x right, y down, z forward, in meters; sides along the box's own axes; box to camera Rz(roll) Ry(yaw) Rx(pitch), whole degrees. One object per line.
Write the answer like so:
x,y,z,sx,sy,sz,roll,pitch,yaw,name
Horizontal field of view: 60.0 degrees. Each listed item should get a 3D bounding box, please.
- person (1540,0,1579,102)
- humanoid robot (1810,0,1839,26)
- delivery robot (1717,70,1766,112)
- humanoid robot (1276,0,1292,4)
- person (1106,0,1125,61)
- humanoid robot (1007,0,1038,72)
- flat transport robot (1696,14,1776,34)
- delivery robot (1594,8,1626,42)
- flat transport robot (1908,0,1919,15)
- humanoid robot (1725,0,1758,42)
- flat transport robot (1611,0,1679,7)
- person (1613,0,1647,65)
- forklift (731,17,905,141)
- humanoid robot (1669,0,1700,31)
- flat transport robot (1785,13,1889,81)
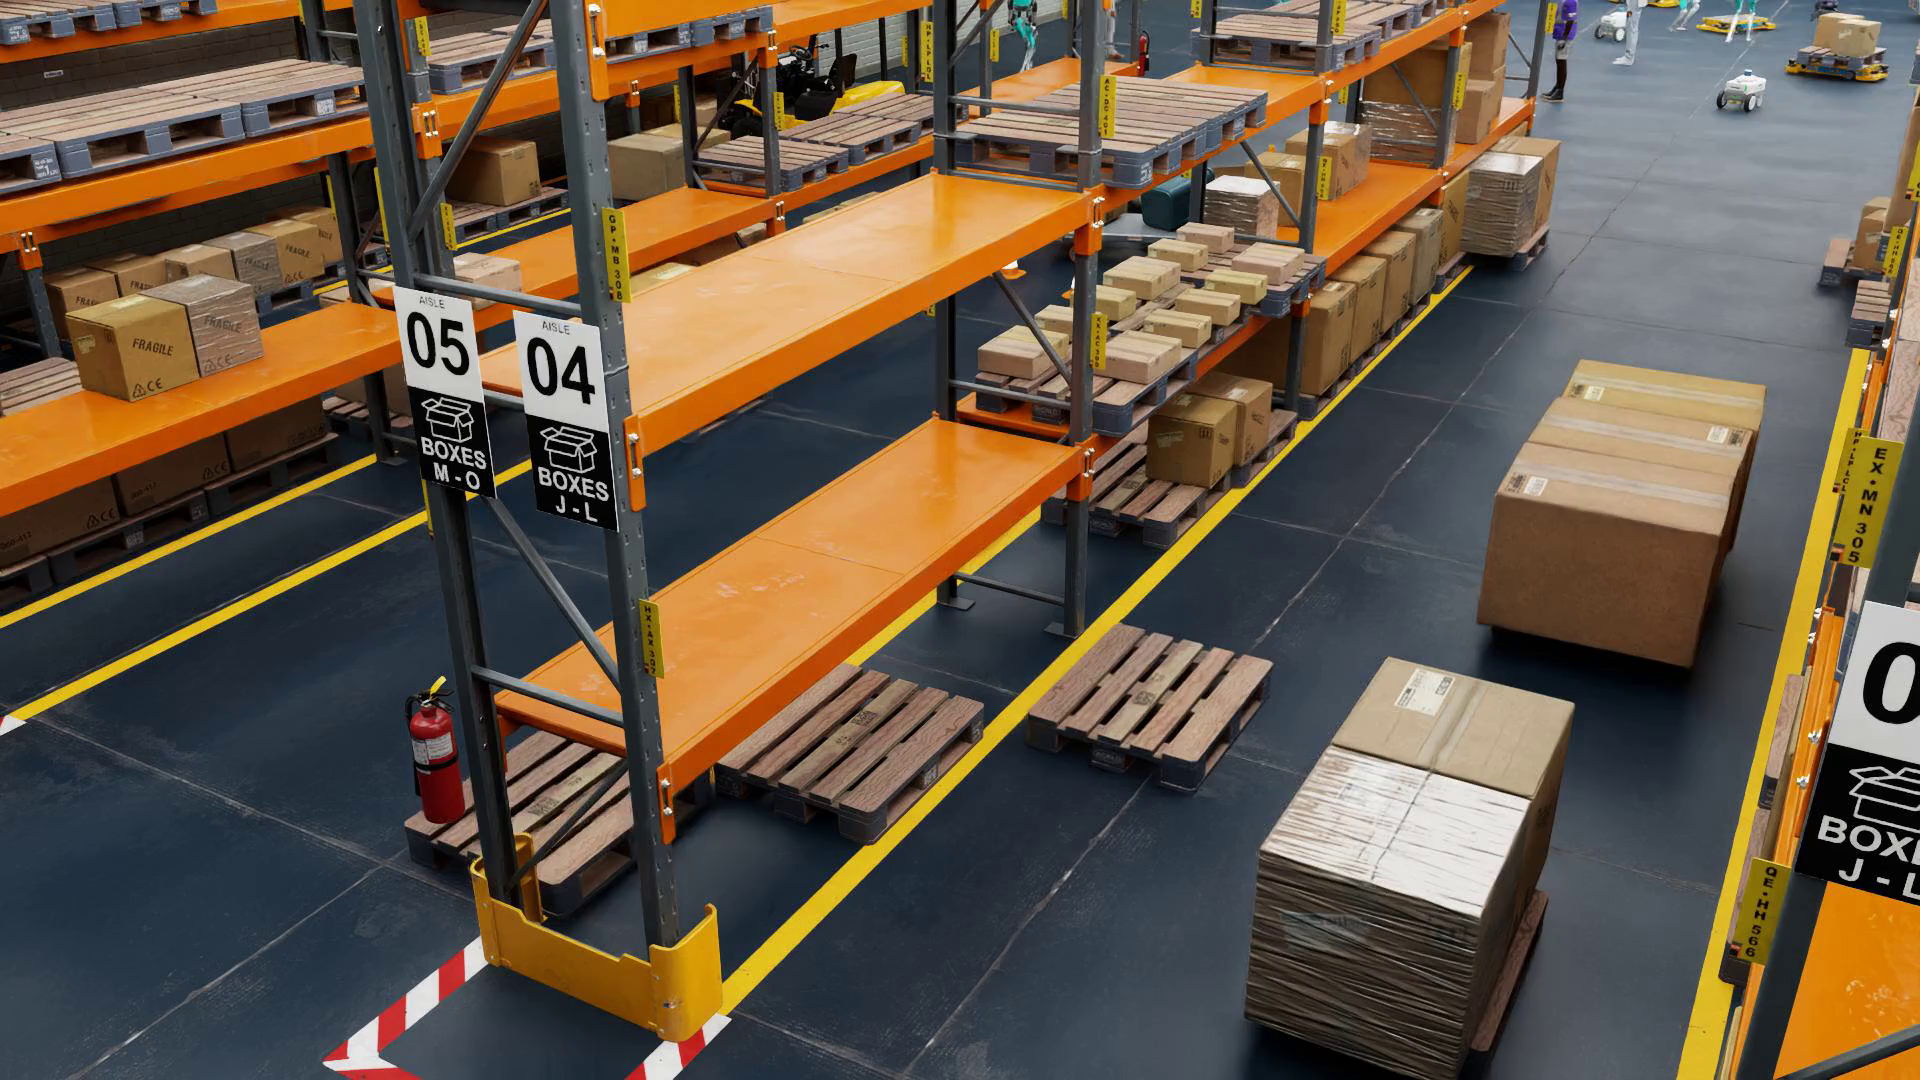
9.202,-7.698,25.385,0.369,1.963,0.606,6,26,13,person
15.049,-9.224,28.896,0.613,1.647,0.378,-17,30,-31,humanoid robot
11.835,-6.784,25.105,0.774,0.592,0.499,-22,33,-38,delivery robot
6.051,-10.042,30.576,0.778,1.837,0.555,12,28,24,humanoid robot
2.552,-9.089,28.335,0.855,1.905,0.665,-5,26,-10,person
1.149,-8.631,27.644,0.532,1.820,0.917,13,29,25,humanoid robot
14.899,-9.904,31.922,1.431,0.231,0.659,-13,28,-24,flat transport robot
12.239,-9.579,30.918,0.797,0.595,0.499,-16,30,-29,delivery robot
19.482,-10.374,32.898,0.659,0.231,1.431,8,27,16,flat transport robot
14.453,-10.046,30.552,0.531,1.799,0.797,13,29,25,humanoid robot
14.463,-11.447,35.127,0.659,0.231,1.431,-20,32,-35,flat transport robot
11.491,-9.084,28.320,0.371,1.915,0.596,14,29,26,person
-1.819,-5.975,21.543,2.313,2.155,1.214,14,29,26,forklift
13.816,-10.516,31.535,0.558,1.818,0.692,-23,34,-39,humanoid robot
14.558,-7.825,27.601,1.431,0.231,0.659,23,34,39,flat transport robot
